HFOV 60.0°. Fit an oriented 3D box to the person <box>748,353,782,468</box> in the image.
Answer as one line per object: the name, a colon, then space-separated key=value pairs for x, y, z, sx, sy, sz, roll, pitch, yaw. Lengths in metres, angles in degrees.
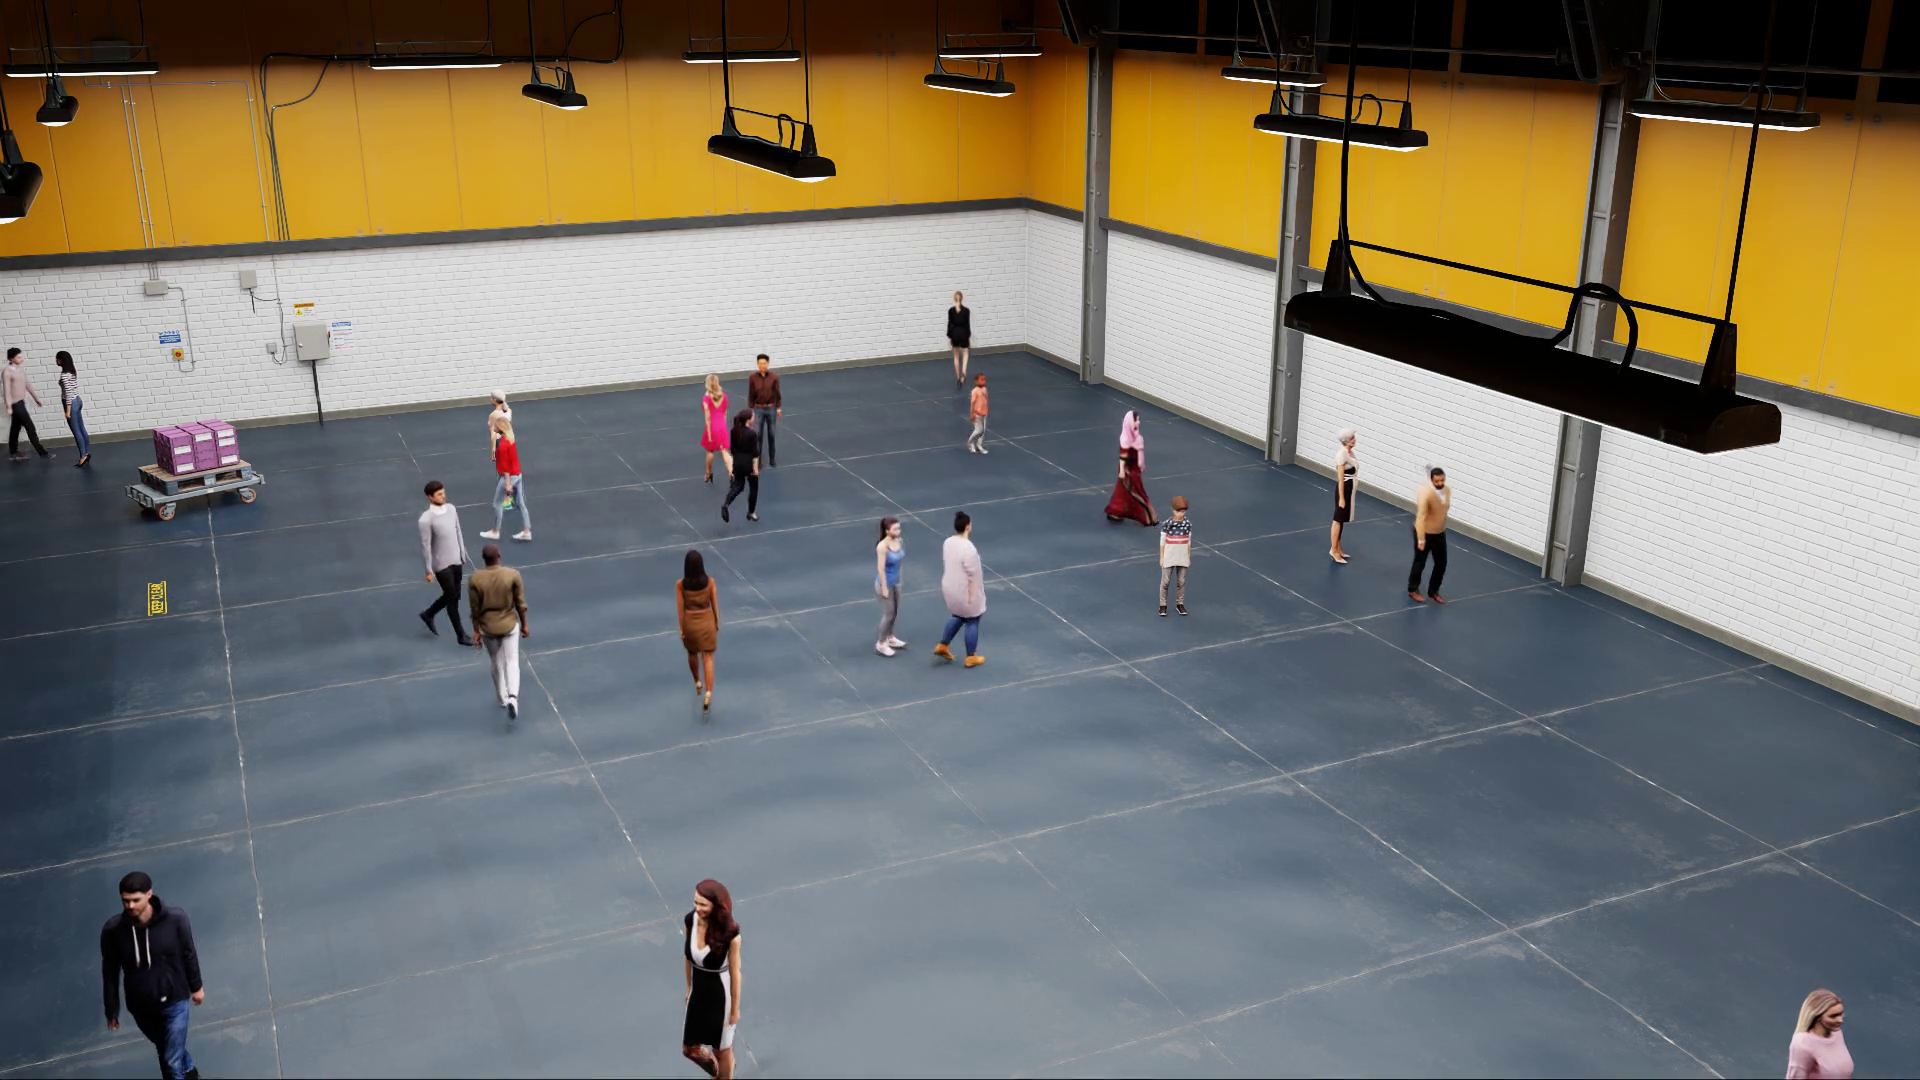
person: x=-2.987 y=-1.986 z=25.426 sx=0.709 sy=1.778 sz=0.632 roll=-2 pitch=19 yaw=-6

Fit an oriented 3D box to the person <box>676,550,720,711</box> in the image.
person: x=-2.643 y=0.941 z=16.926 sx=0.738 sy=1.657 sz=1.125 roll=-4 pitch=19 yaw=-11

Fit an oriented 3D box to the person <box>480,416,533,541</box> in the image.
person: x=-5.884 y=-0.790 z=22.029 sx=0.965 sy=1.680 sz=0.975 roll=1 pitch=19 yaw=4

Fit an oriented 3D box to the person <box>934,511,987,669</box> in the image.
person: x=-0.050 y=0.540 z=18.014 sx=0.833 sy=1.723 sz=0.801 roll=-10 pitch=21 yaw=-28

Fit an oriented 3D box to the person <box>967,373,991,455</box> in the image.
person: x=0.265 y=-2.008 z=26.244 sx=0.659 sy=1.299 sz=0.578 roll=17 pitch=25 yaw=41

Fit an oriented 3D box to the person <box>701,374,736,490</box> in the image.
person: x=-3.500 y=-1.548 z=24.278 sx=0.732 sy=1.681 sz=1.090 roll=-13 pitch=23 yaw=-34

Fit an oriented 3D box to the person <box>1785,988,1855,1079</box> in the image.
person: x=4.922 y=3.359 z=9.695 sx=0.619 sy=1.688 sz=0.571 roll=-11 pitch=22 yaw=-30

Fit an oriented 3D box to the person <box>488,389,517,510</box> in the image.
person: x=-6.428 y=-1.297 z=23.503 sx=0.725 sy=1.700 sz=0.673 roll=8 pitch=20 yaw=21

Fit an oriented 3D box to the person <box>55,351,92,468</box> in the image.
person: x=-13.600 y=-2.019 z=25.499 sx=0.710 sy=1.795 sz=0.529 roll=-3 pitch=19 yaw=-8

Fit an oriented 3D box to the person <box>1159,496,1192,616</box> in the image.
person: x=2.532 y=0.170 z=19.549 sx=0.571 sy=1.444 sz=0.558 roll=-2 pitch=19 yaw=-6

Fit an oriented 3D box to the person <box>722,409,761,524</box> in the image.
person: x=-2.970 y=-0.948 z=22.569 sx=0.993 sy=1.634 sz=0.978 roll=11 pitch=21 yaw=29

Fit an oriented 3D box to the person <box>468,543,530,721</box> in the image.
person: x=-4.629 y=0.932 z=16.732 sx=0.858 sy=1.799 sz=1.116 roll=-4 pitch=19 yaw=-13

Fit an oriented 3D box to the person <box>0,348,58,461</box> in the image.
person: x=-14.647 y=-2.078 z=25.714 sx=0.960 sy=1.770 sz=1.048 roll=-2 pitch=19 yaw=-7

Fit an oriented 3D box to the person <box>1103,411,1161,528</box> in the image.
person: x=2.255 y=-0.968 z=22.660 sx=1.169 sy=1.614 sz=1.029 roll=10 pitch=21 yaw=27

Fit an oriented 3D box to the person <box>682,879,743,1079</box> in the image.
person: x=-1.550 y=2.947 z=10.762 sx=0.726 sy=1.790 sz=0.796 roll=9 pitch=21 yaw=25

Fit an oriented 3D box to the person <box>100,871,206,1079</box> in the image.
person: x=-5.146 y=2.935 z=10.732 sx=0.917 sy=1.832 sz=1.292 roll=-3 pitch=19 yaw=-9

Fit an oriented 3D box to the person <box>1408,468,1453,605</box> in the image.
person: x=5.582 y=-0.072 z=19.840 sx=0.677 sy=1.716 sz=0.734 roll=-11 pitch=22 yaw=-30

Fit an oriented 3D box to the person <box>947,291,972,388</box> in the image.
person: x=-0.009 y=-3.646 z=30.391 sx=0.715 sy=1.756 sz=0.737 roll=1 pitch=19 yaw=2

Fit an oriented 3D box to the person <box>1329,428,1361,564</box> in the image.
person: x=4.906 y=-0.587 z=21.306 sx=0.740 sy=1.756 sz=0.697 roll=8 pitch=20 yaw=23

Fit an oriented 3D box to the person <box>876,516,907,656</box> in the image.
person: x=-0.790 y=0.483 z=18.375 sx=0.695 sy=1.599 sz=0.660 roll=11 pitch=22 yaw=30

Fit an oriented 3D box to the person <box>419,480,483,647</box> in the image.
person: x=-5.821 y=0.241 z=18.603 sx=1.250 sy=1.914 sz=1.189 roll=7 pitch=20 yaw=20
